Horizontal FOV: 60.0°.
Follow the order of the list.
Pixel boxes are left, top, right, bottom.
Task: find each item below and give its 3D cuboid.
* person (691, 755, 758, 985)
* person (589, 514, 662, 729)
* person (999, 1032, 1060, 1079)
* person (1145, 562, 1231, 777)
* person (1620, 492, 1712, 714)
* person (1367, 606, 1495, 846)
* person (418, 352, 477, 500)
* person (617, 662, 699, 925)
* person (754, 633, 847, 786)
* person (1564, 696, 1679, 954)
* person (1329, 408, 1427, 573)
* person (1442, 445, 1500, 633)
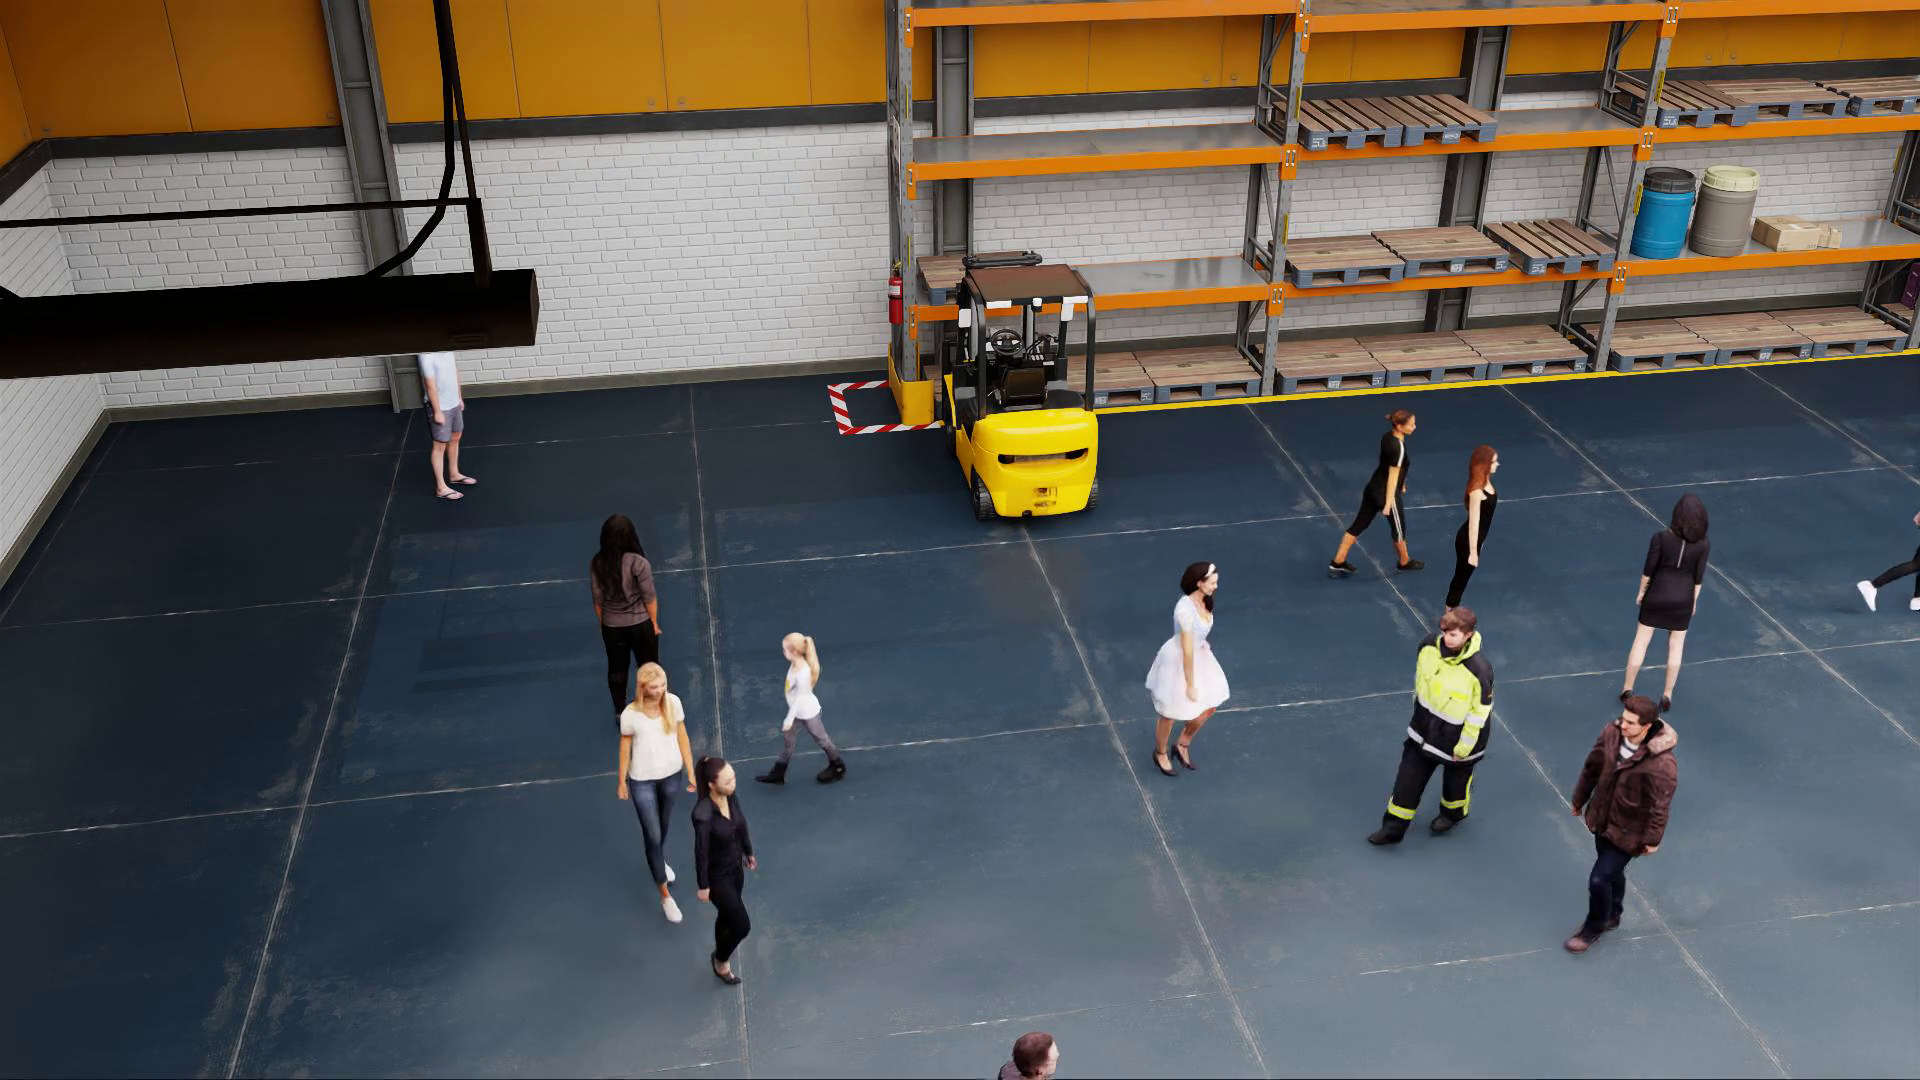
[{"bbox_3d":[-1.501,2.013,10.066,0.723,1.705,0.702,10,30,17],"label":"person"},{"bbox_3d":[-2.480,0.647,12.428,0.657,1.841,0.784,5,29,9],"label":"person"},{"bbox_3d":[0.246,3.087,7.971,0.705,1.825,0.707,-8,30,-15],"label":"person"},{"bbox_3d":[1.528,0.931,11.961,0.961,1.790,0.904,21,35,34],"label":"person"},{"bbox_3d":[5.424,0.497,12.749,0.626,1.797,0.730,9,30,17],"label":"person"},{"bbox_3d":[3.373,1.221,11.289,1.265,1.923,1.137,-21,35,-33],"label":"person"},{"bbox_3d":[-4.988,-1.302,16.014,0.688,1.829,0.708,7,29,12],"label":"person"},{"bbox_3d":[-2.033,1.524,10.883,1.008,1.781,0.942,-18,34,-30],"label":"person"},{"bbox_3d":[-1.048,1.241,11.970,0.928,1.237,0.569,-9,30,-16],"label":"person"},{"bbox_3d":[4.213,1.745,10.426,0.837,1.831,0.832,-10,30,-17],"label":"person"},{"bbox_3d":[3.635,-0.398,14.574,1.104,1.621,0.611,-3,29,-5],"label":"person"},{"bbox_3d":[4.205,0.012,13.712,0.670,1.726,0.650,11,30,19],"label":"person"}]
